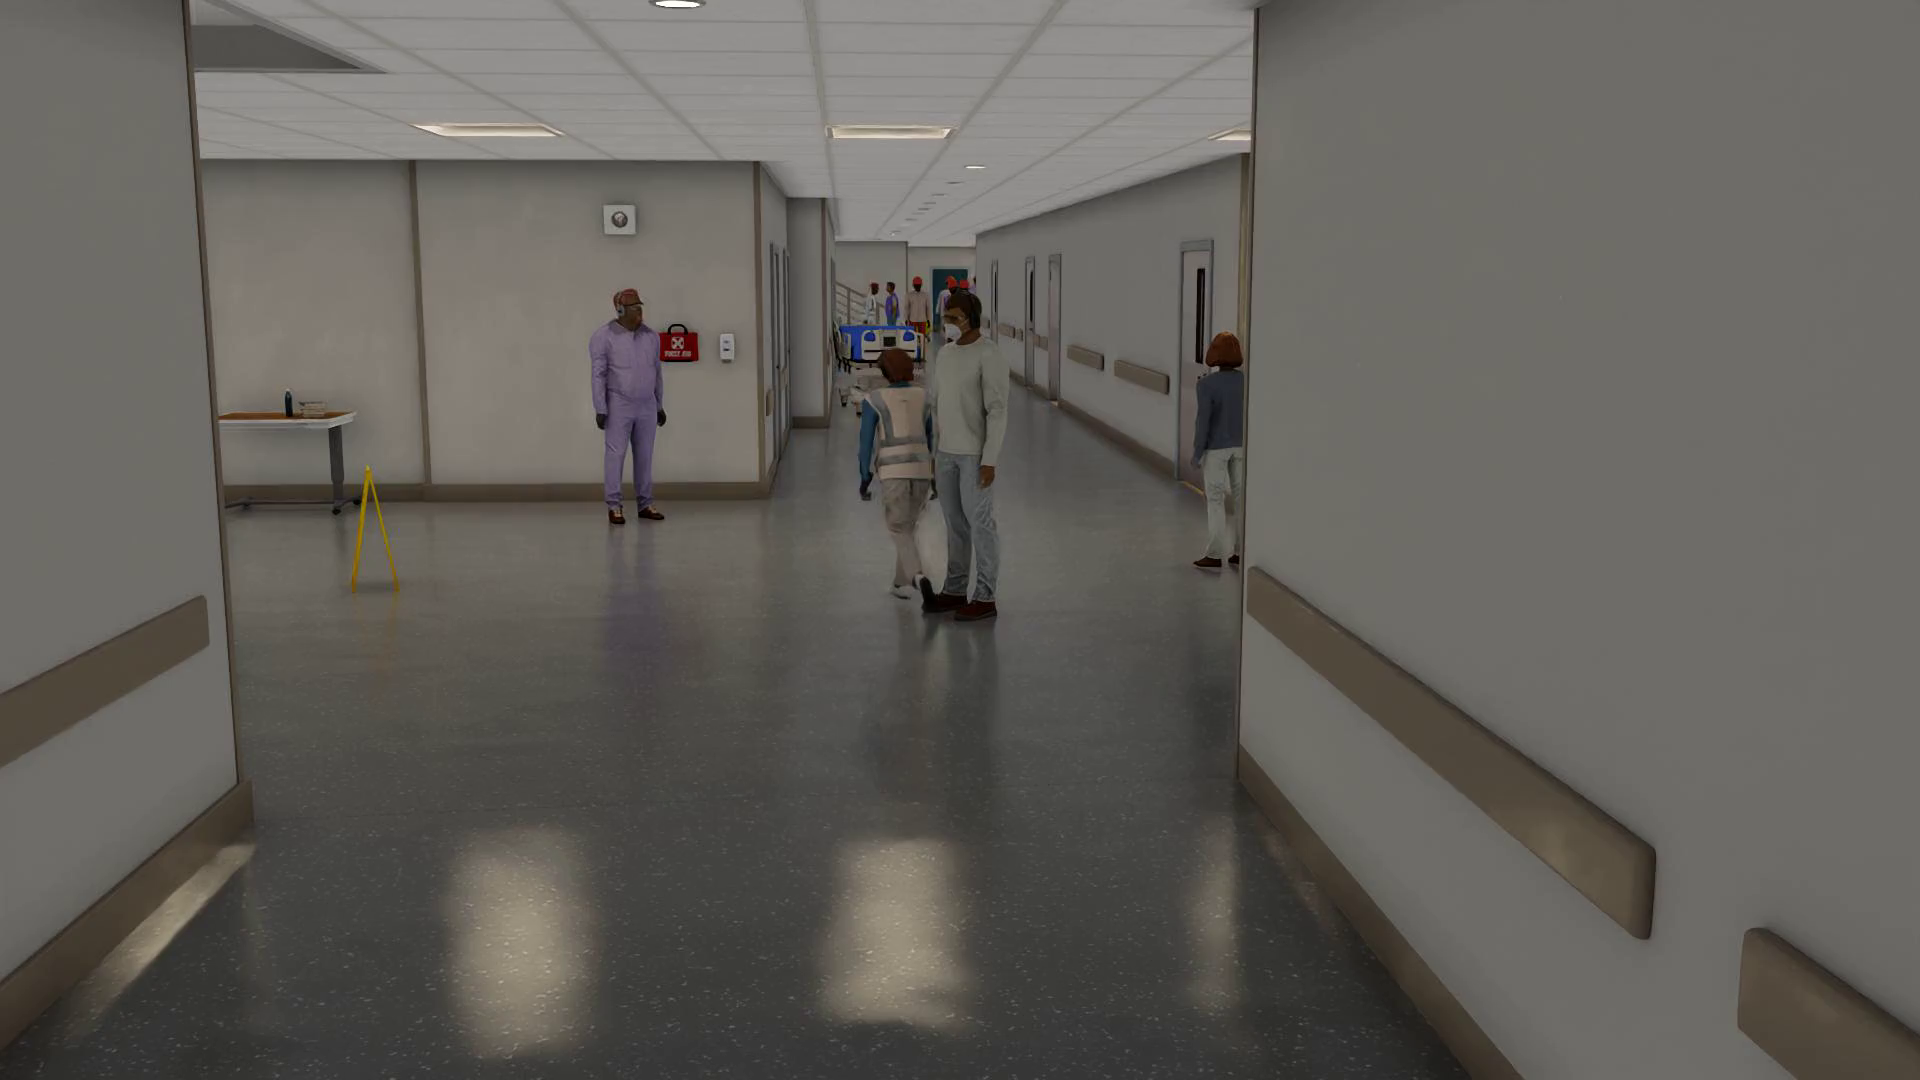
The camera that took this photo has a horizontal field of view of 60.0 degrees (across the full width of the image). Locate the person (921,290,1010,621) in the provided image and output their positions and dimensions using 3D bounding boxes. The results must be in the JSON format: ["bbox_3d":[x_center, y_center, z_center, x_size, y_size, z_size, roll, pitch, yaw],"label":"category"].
[{"bbox_3d":[0.033,-0.497,9.803,0.372,1.938,0.630,-7,11,-37],"label":"person"}]

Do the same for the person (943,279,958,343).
[{"bbox_3d":[-0.145,-4.807,36.859,0.551,1.935,0.375,4,10,25],"label":"person"}]

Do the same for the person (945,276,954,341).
[{"bbox_3d":[-0.267,-6.992,50.392,0.383,1.996,0.609,1,9,8],"label":"person"}]

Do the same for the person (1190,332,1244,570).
[{"bbox_3d":[1.817,-0.611,11.465,0.498,1.634,0.280,-5,10,-26],"label":"person"}]

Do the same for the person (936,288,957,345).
[{"bbox_3d":[-0.307,-6.380,47.041,0.674,1.842,0.814,3,10,21],"label":"person"}]

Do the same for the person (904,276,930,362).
[{"bbox_3d":[-0.986,-5.118,38.629,0.623,1.992,0.397,-2,9,-14],"label":"person"}]

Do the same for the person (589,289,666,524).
[{"bbox_3d":[-2.696,-1.095,13.633,0.651,1.913,0.410,-8,12,-40],"label":"person"}]

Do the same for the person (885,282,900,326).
[{"bbox_3d":[-1.747,-5.700,42.760,0.390,1.845,0.565,-2,9,-15],"label":"person"}]

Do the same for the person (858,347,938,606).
[{"bbox_3d":[-0.325,-0.373,10.132,0.523,1.597,0.774,-4,10,-24],"label":"person"}]
